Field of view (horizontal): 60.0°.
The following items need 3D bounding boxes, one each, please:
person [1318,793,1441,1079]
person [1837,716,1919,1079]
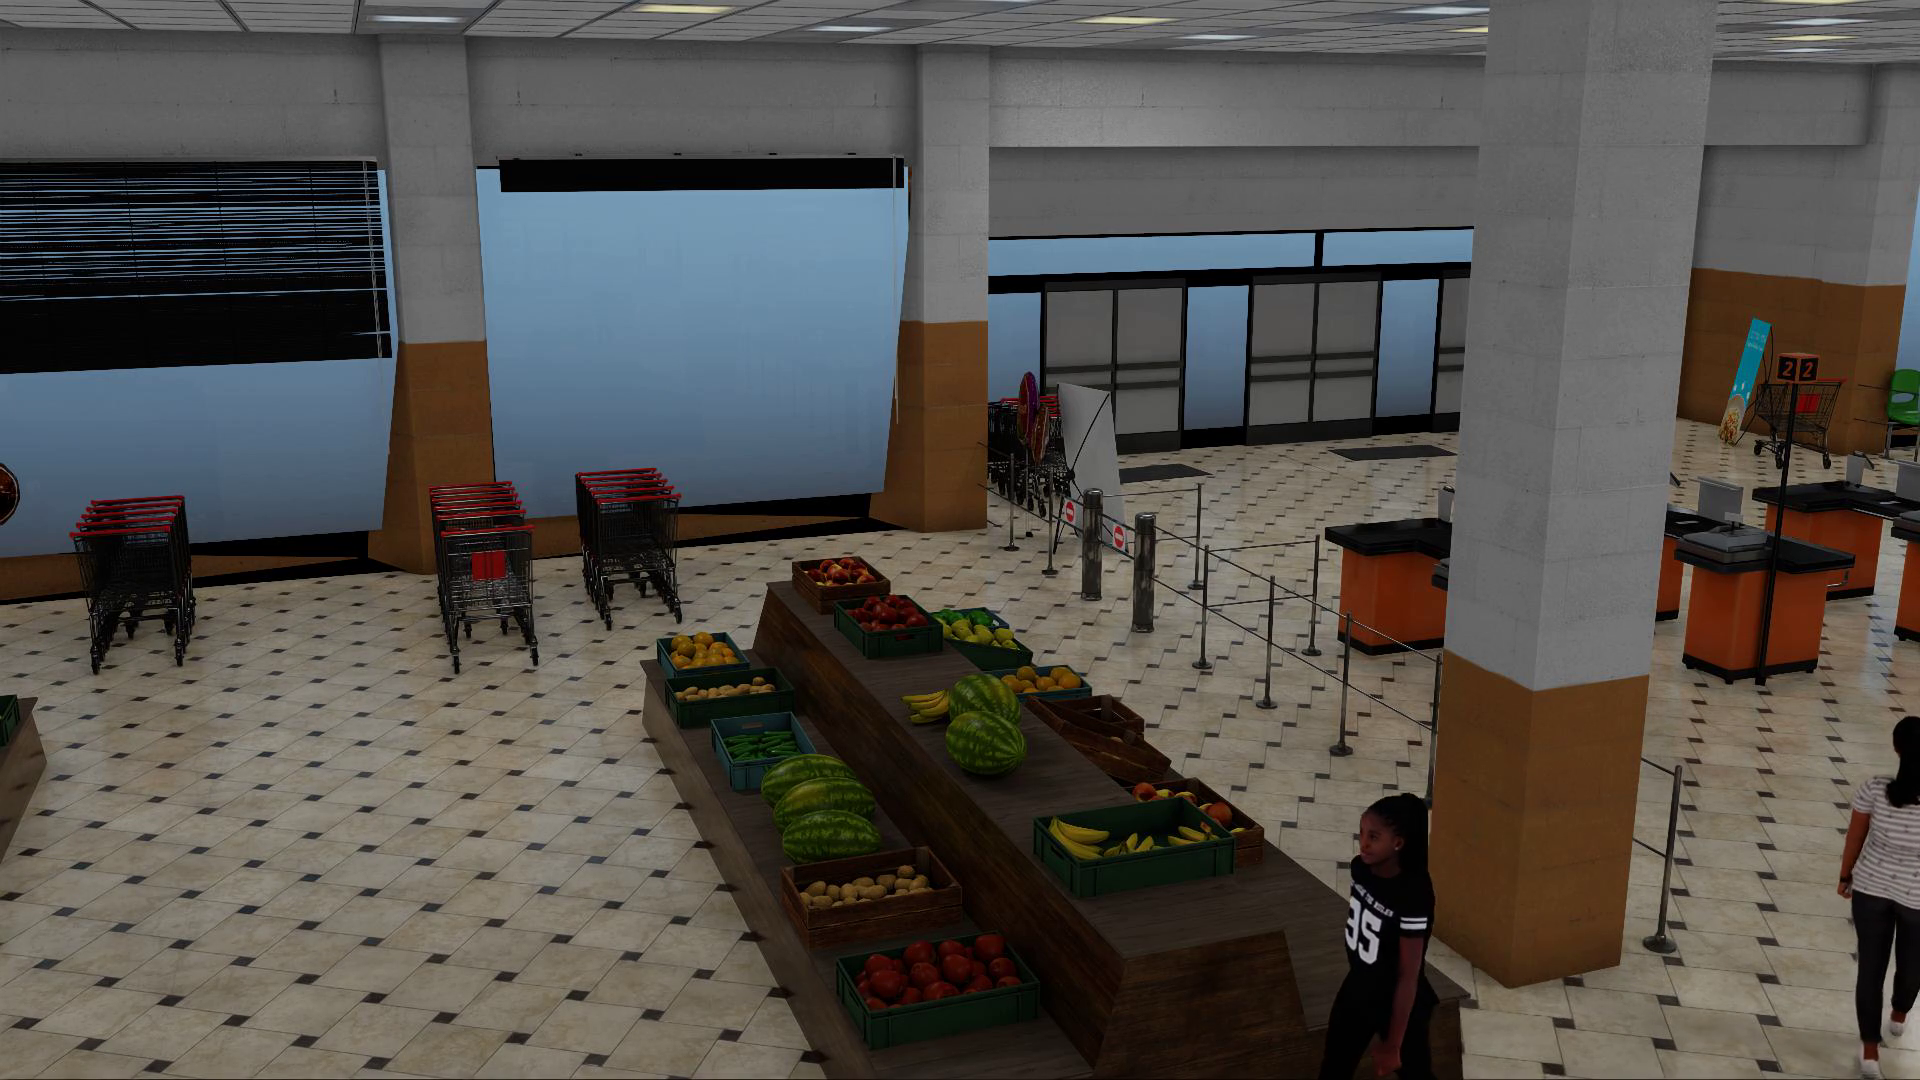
[{"bbox_3d":[1.706,1.806,6.389,0.751,1.679,1.162,-6,15,-25],"label":"person"},{"bbox_3d":[4.135,1.604,7.358,0.955,1.615,0.987,8,16,29],"label":"person"}]
